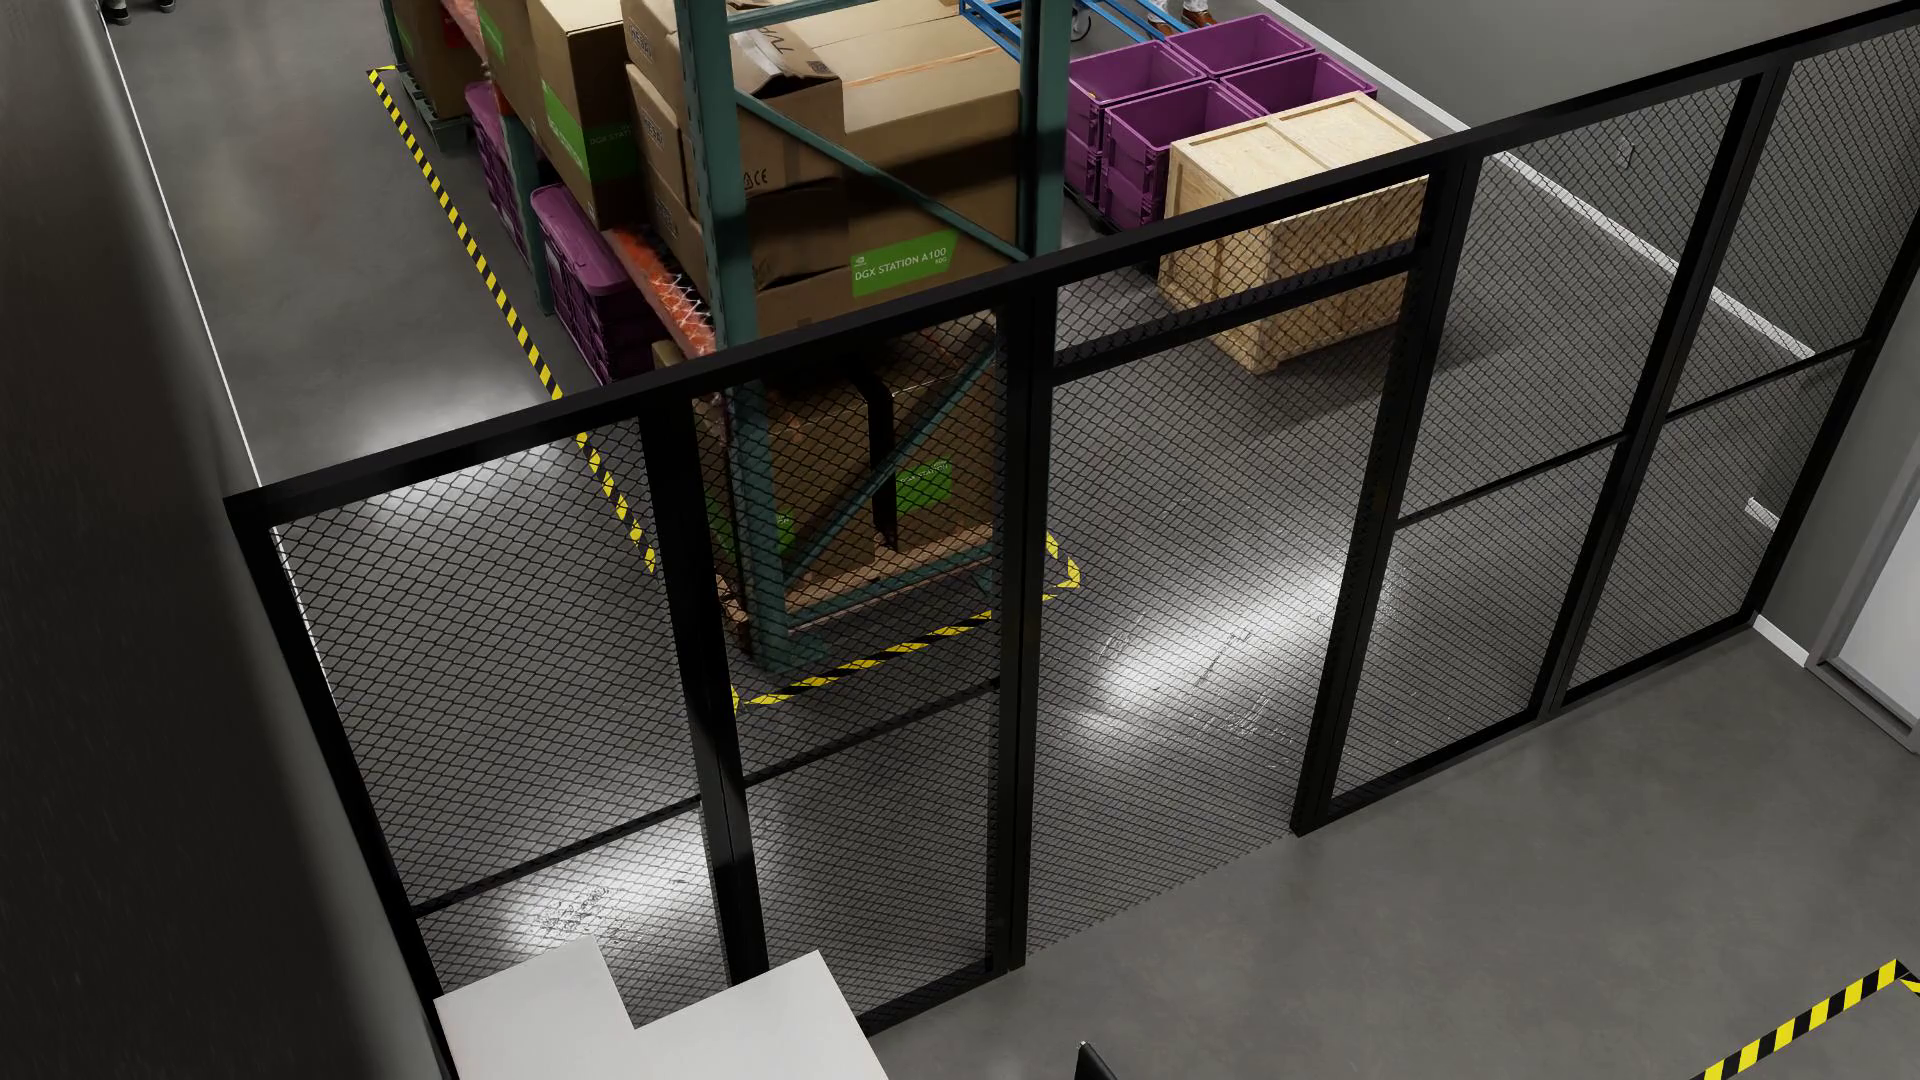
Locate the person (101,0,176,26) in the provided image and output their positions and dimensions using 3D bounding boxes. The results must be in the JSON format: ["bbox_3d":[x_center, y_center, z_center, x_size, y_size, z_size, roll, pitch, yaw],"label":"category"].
[{"bbox_3d":[-4.816,-3.771,9.147,0.588,1.834,0.403,-26,48,-26],"label":"person"}]

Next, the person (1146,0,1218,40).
[{"bbox_3d":[1.286,-3.625,8.911,0.630,1.938,0.366,-20,46,-21],"label":"person"}]
